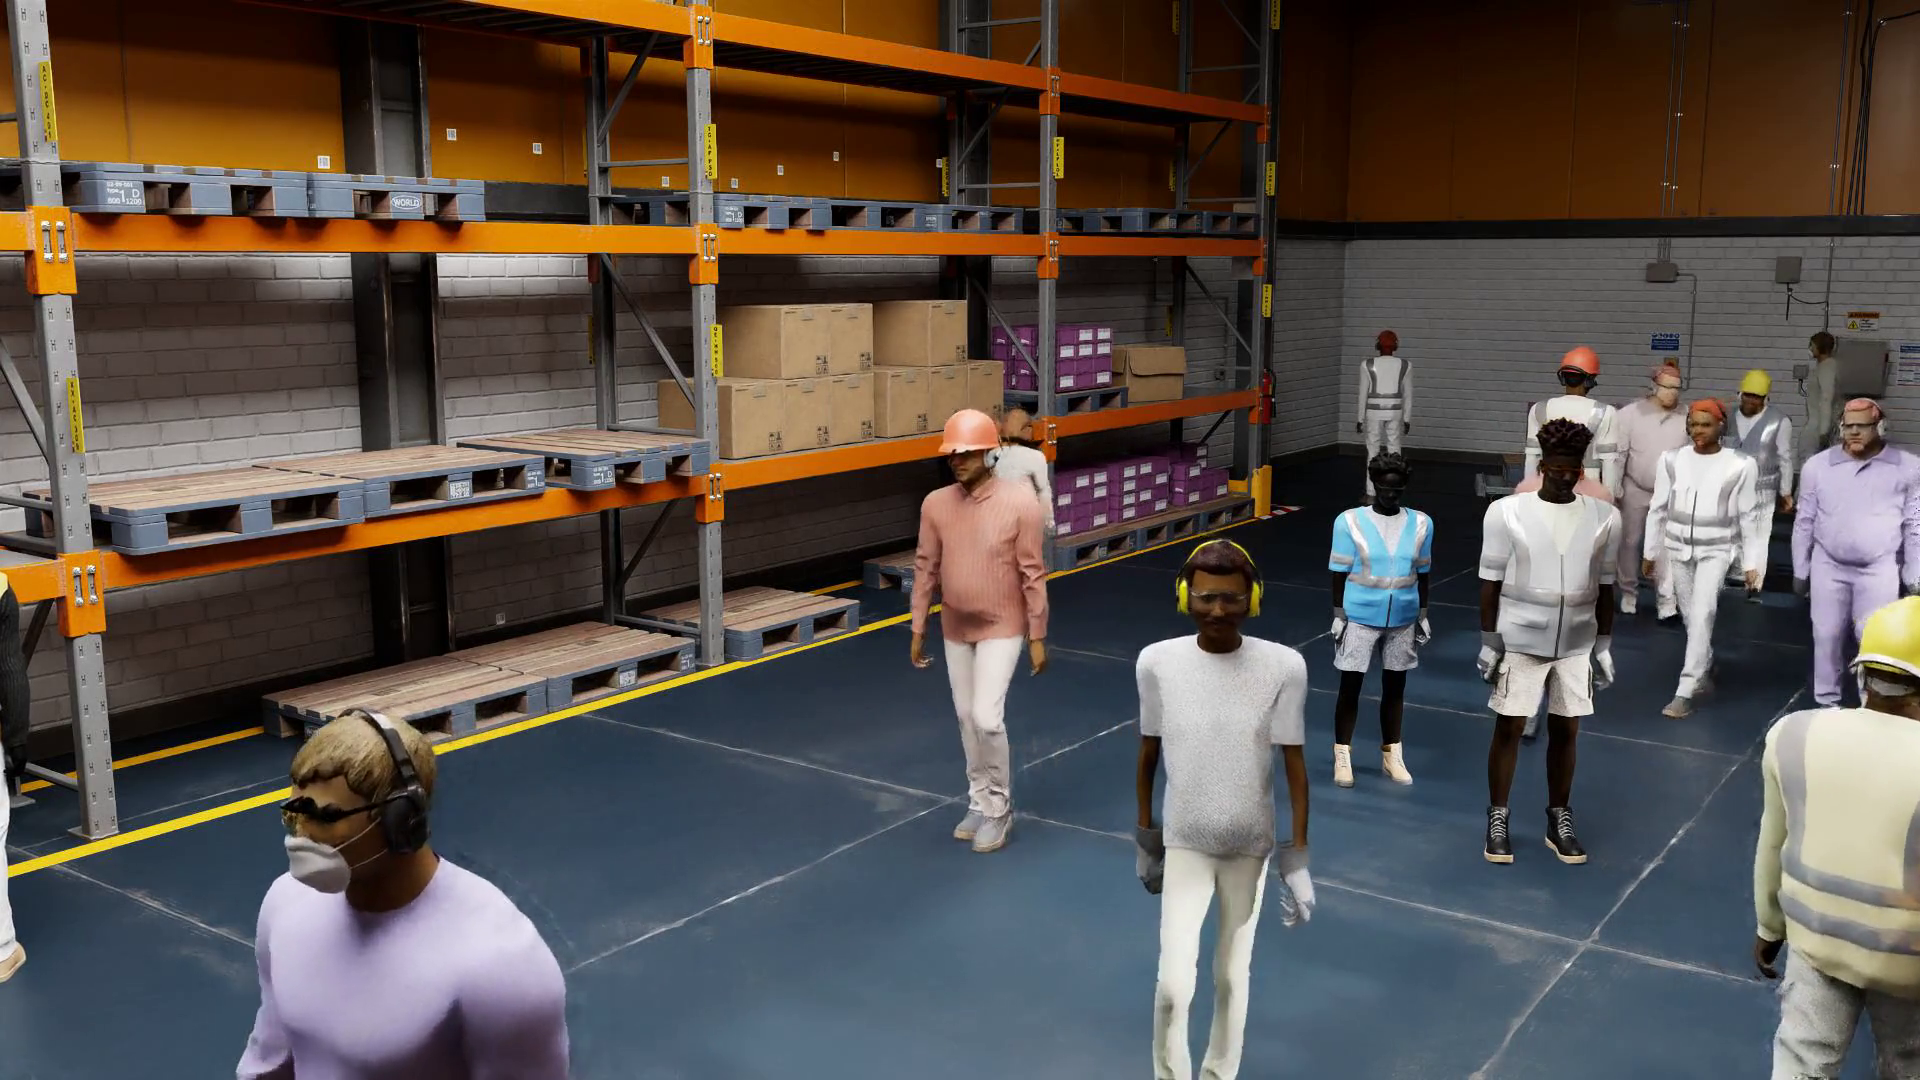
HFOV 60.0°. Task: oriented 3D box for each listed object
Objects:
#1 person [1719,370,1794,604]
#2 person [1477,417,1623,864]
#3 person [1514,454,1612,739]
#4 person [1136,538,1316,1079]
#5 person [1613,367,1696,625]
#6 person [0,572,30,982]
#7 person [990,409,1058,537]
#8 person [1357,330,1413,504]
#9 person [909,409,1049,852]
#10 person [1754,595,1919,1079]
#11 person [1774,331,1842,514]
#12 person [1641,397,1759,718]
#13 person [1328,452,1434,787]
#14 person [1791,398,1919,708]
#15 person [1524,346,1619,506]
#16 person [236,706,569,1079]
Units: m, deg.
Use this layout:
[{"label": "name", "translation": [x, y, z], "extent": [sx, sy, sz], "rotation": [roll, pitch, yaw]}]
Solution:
[{"label": "person", "translation": [6.148, -0.431, 12.997], "extent": [0.637, 1.791, 0.626], "rotation": [-7, 12, -37]}, {"label": "person", "translation": [2.558, 0.440, 7.251], "extent": [0.603, 1.962, 0.368], "rotation": [0, 10, 2]}, {"label": "person", "translation": [3.278, 0.236, 9.120], "extent": [0.546, 1.732, 0.800], "rotation": [4, 10, 22]}, {"label": "person", "translation": [0.752, 0.916, 4.778], "extent": [0.517, 1.849, 0.580], "rotation": [1, 10, 7]}, {"label": "person", "translation": [5.027, -0.314, 12.054], "extent": [0.650, 1.852, 1.010], "rotation": [2, 10, 12]}, {"label": "person", "translation": [-3.692, 0.718, 5.998], "extent": [0.619, 1.836, 0.431], "rotation": [-4, 10, -24]}, {"label": "person", "translation": [0.415, -0.125, 11.718], "extent": [0.499, 1.586, 0.867], "rotation": [7, 12, 35]}, {"label": "person", "translation": [4.582, -1.320, 17.964], "extent": [0.584, 1.882, 0.337], "rotation": [0, 10, 2]}, {"label": "person", "translation": [0.055, 0.405, 7.420], "extent": [0.649, 1.971, 0.586], "rotation": [6, 11, 31]}, {"label": "person", "translation": [2.275, 1.030, 4.211], "extent": [0.844, 1.804, 0.593], "rotation": [-8, 12, -39]}, {"label": "person", "translation": [8.899, -1.183, 17.066], "extent": [0.805, 1.922, 0.634], "rotation": [6, 11, 31]}, {"label": "person", "translation": [4.398, 0.067, 9.850], "extent": [0.602, 1.846, 0.964], "rotation": [9, 13, 44]}, {"label": "person", "translation": [2.101, 0.395, 8.321], "extent": [0.532, 1.692, 0.320], "rotation": [-1, 10, -5]}, {"label": "person", "translation": [4.913, 0.160, 9.137], "extent": [0.664, 1.885, 0.462], "rotation": [7, 12, 36]}, {"label": "person", "translation": [4.206, -0.306, 11.453], "extent": [0.613, 2.041, 0.393], "rotation": [7, 12, 35]}, {"label": "person", "translation": [-0.951, 1.216, 2.767], "extent": [0.629, 1.924, 0.445], "rotation": [7, 12, 37]}]
